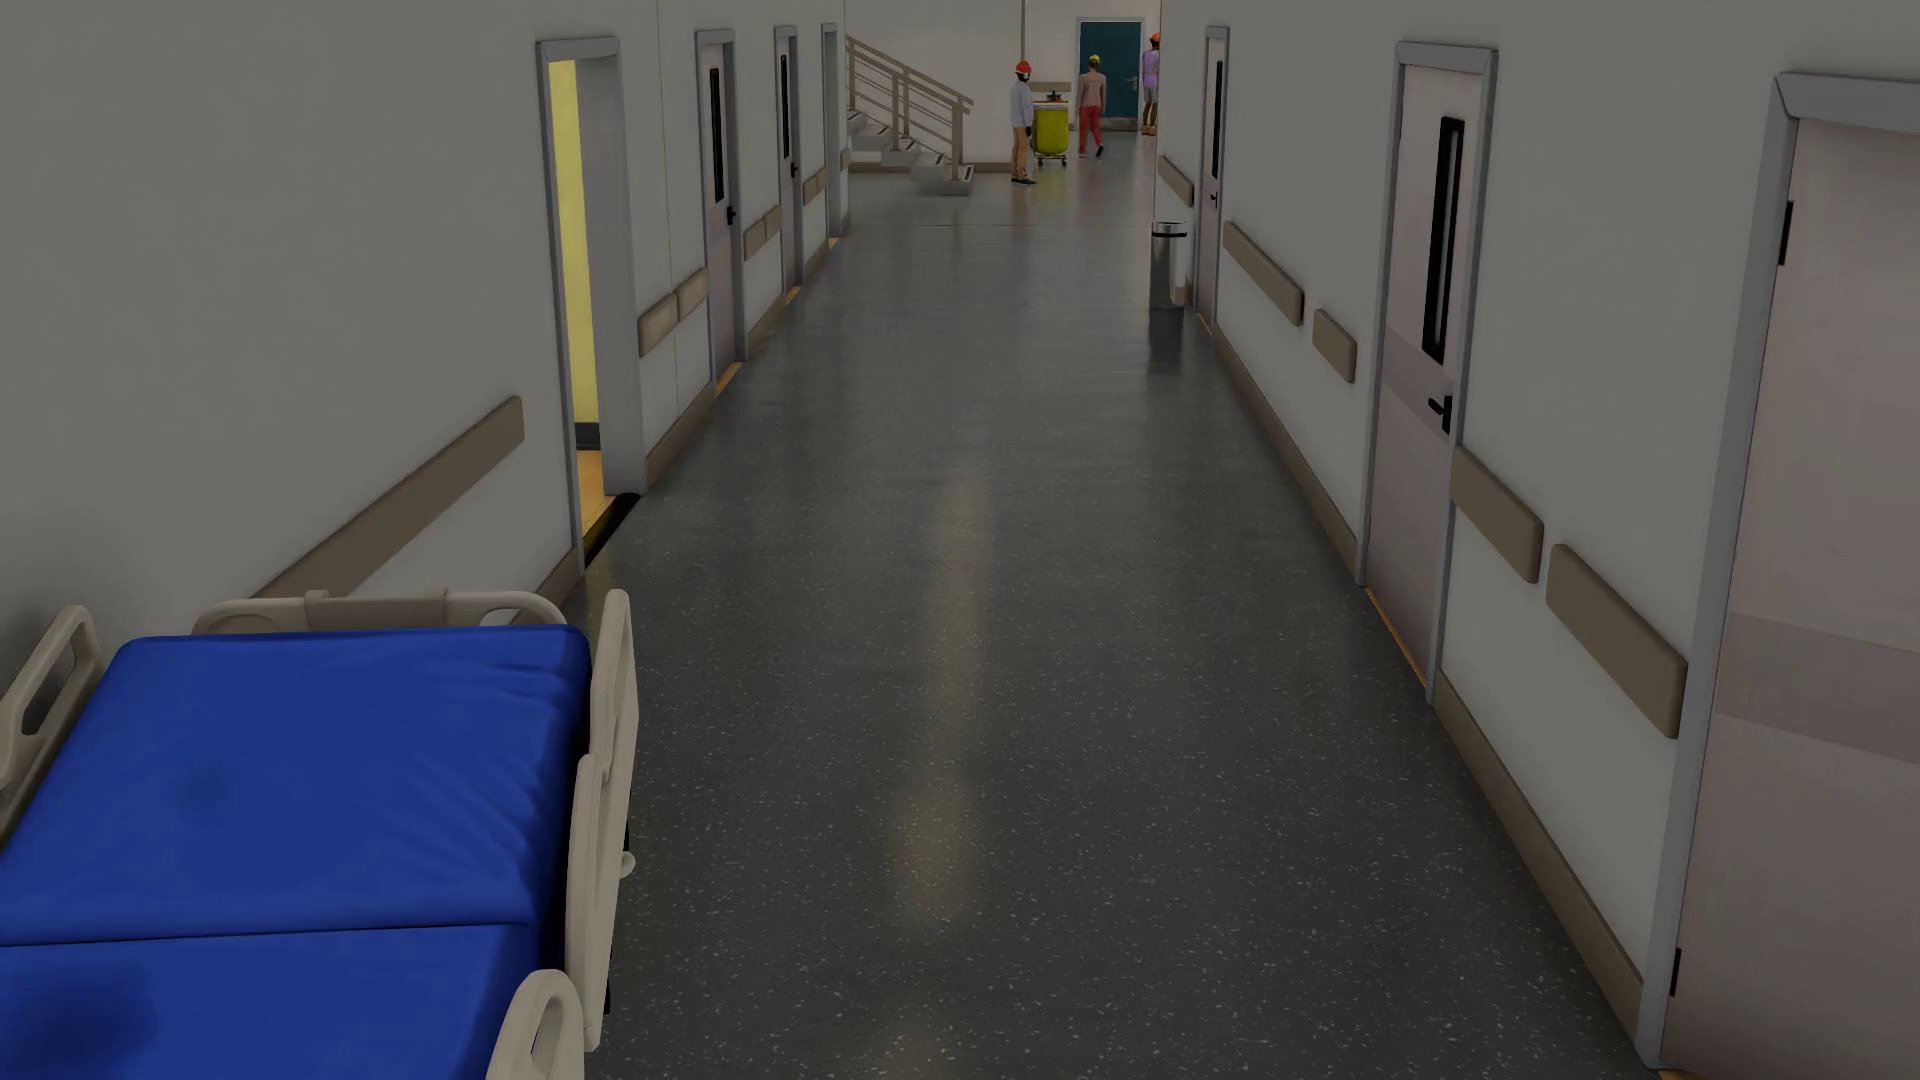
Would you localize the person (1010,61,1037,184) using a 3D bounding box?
[{"bbox_3d":[0.925,-6.093,24.304,0.325,1.753,0.572,-6,19,-18],"label":"person"}]

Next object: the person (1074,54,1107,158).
[{"bbox_3d":[2.268,-7.446,28.583,0.558,1.741,0.550,-6,19,-19],"label":"person"}]

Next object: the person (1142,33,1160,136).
[{"bbox_3d":[3.945,-9.237,33.751,0.407,2.029,0.613,-11,21,-32],"label":"person"}]
